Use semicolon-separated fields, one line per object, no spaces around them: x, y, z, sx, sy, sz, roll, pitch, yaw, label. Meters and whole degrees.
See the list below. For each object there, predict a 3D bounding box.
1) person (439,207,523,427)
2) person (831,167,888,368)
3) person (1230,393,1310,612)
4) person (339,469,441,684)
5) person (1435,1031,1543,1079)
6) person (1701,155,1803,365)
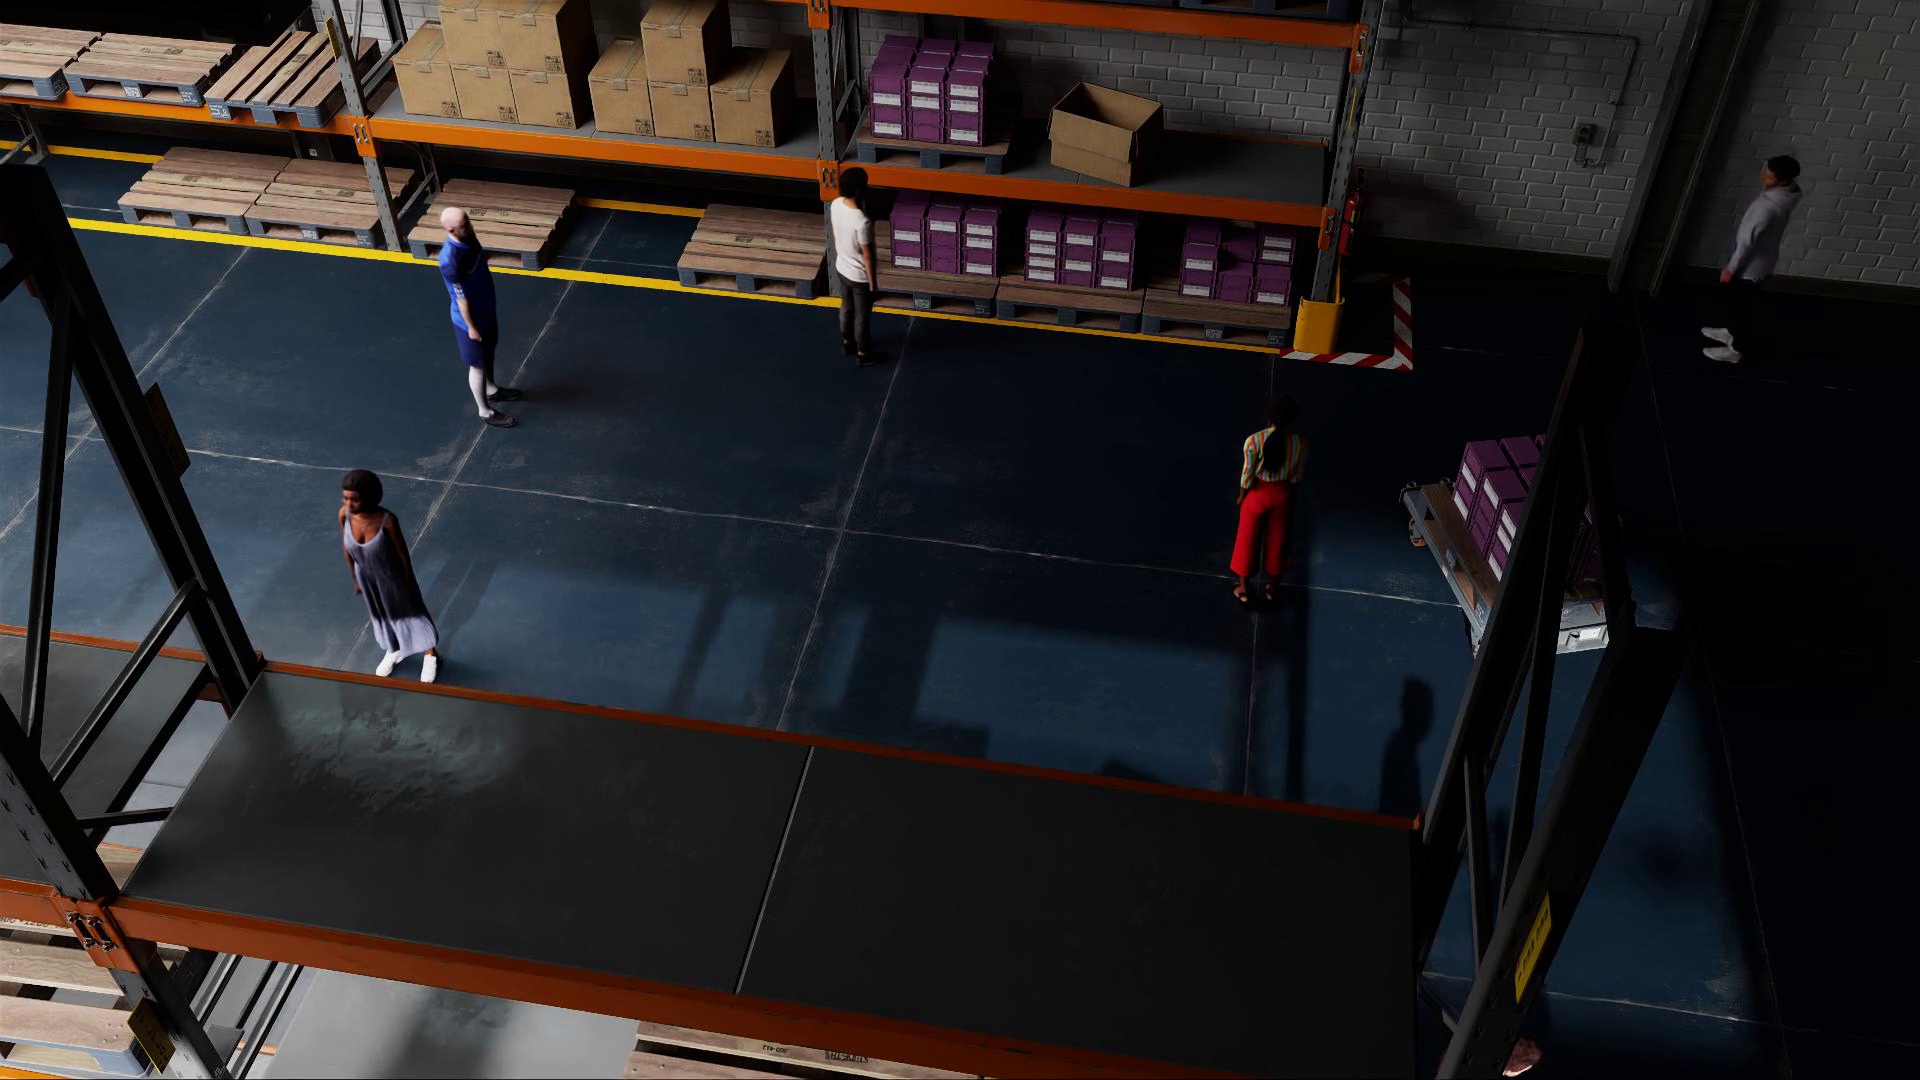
-3.628;-1.698;12.450;0.620;1.841;0.709;-1;44;-1;person
-0.817;-2.145;13.006;0.747;1.722;0.685;-27;50;-25;person
2.027;-0.238;10.953;0.519;1.792;0.701;0;44;0;person
-3.638;0.228;10.533;0.466;1.696;0.642;9;44;9;person
2.142;2.816;7.758;1.236;1.778;0.839;3;44;3;person
6.207;-2.167;12.899;0.757;1.900;0.813;33;53;30;person
